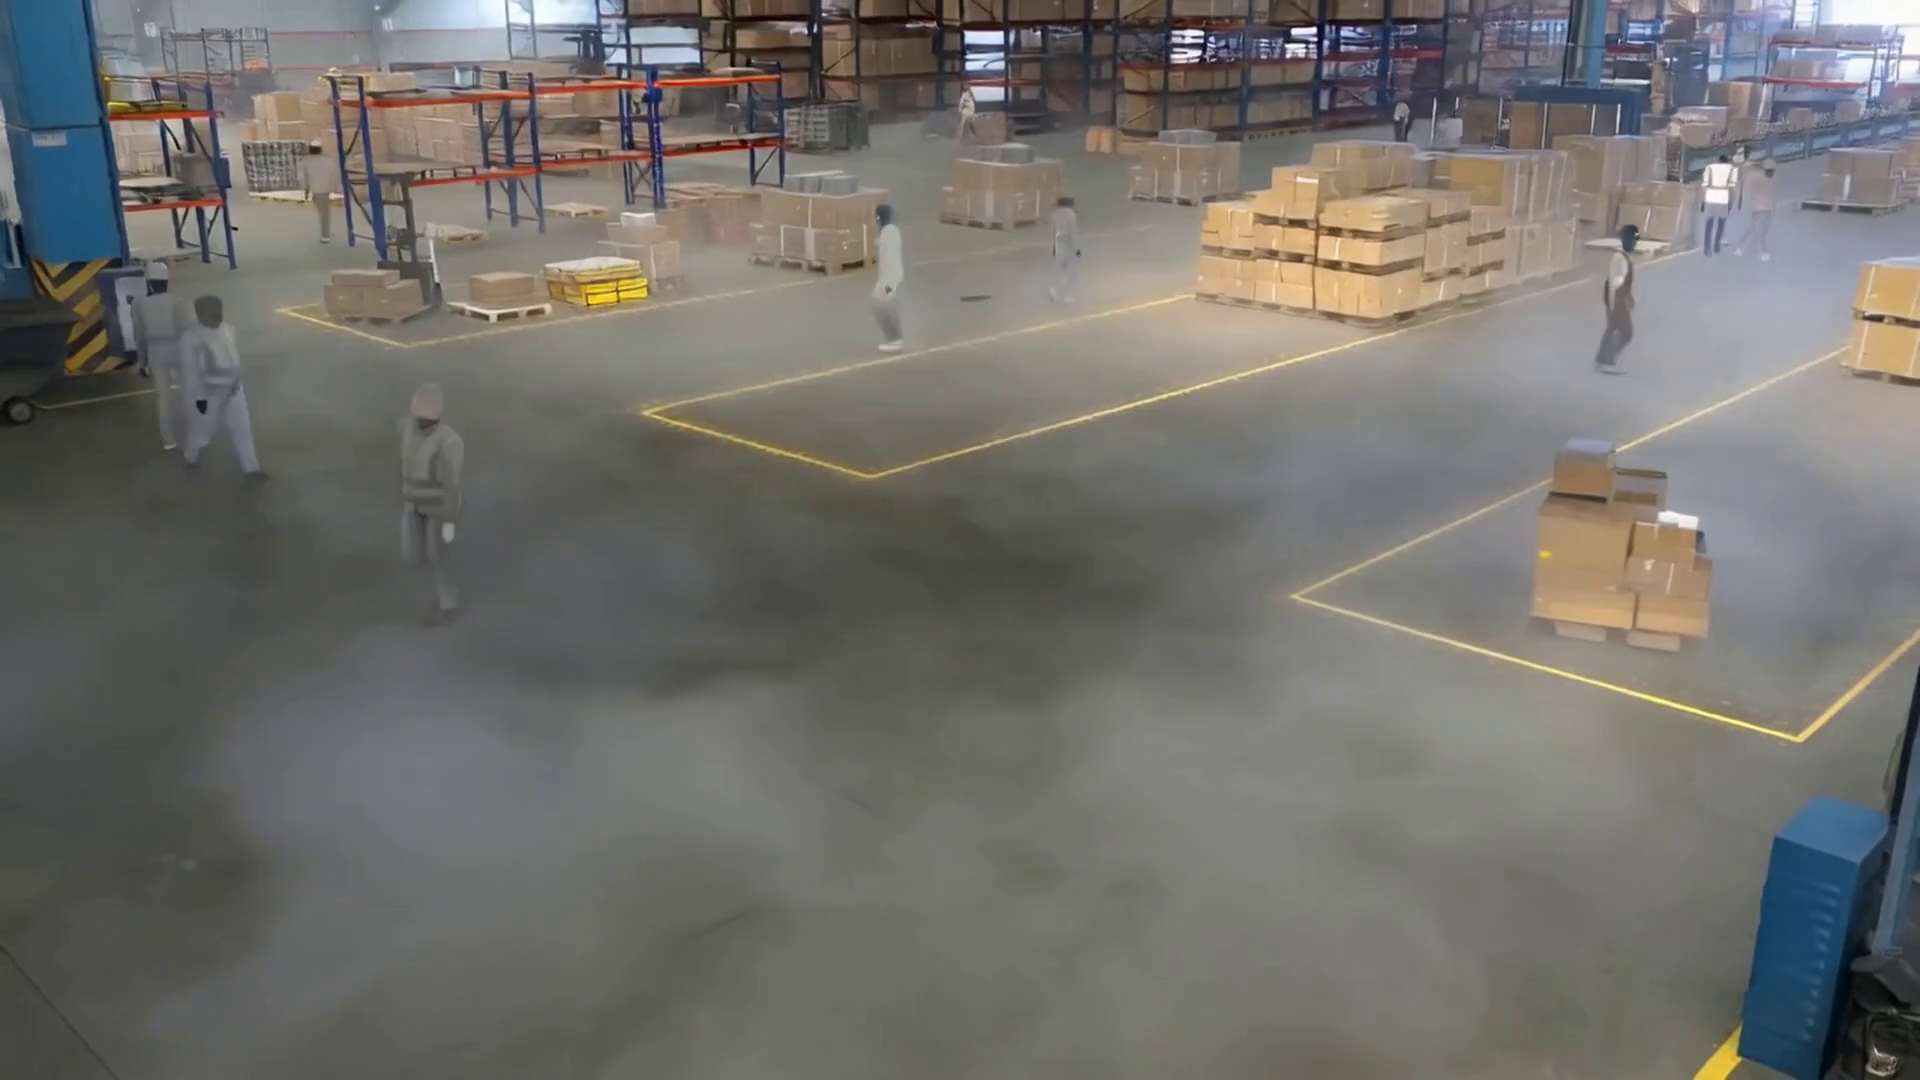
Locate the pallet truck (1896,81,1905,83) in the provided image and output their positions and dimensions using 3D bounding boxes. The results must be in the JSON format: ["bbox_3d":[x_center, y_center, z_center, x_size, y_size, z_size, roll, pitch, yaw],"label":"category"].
[{"bbox_3d":[34.802,-16.331,61.455,0.653,1.274,1.630,17,25,41],"label":"pallet truck"}]

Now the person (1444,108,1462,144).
[{"bbox_3d":[12.706,-10.309,42.851,0.527,1.582,0.856,-3,19,-9],"label":"person"}]

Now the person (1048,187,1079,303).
[{"bbox_3d":[1.521,-4.362,24.725,0.555,1.722,0.499,-16,24,-39],"label":"person"}]

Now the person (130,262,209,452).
[{"bbox_3d":[-7.996,-1.847,16.830,0.589,1.930,0.361,-4,19,-12],"label":"person"}]

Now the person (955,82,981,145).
[{"bbox_3d":[0.259,-12.876,50.180,0.916,1.853,0.579,-10,21,-28],"label":"person"}]

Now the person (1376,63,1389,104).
[{"bbox_3d":[16.963,-18.312,66.824,0.470,1.677,0.542,1,18,3],"label":"person"}]

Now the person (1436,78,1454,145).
[{"bbox_3d":[14.426,-12.666,49.326,0.613,1.995,0.390,-13,22,-34],"label":"person"}]

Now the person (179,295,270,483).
[{"bbox_3d":[-7.092,-1.437,15.794,0.901,1.812,0.632,8,20,22],"label":"person"}]

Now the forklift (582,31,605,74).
[{"bbox_3d":[-15.195,-19.677,69.064,1.129,2.768,1.873,17,25,41],"label":"forklift"}]

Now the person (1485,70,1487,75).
[{"bbox_3d":[22.919,-20.112,71.678,0.614,2.047,0.361,7,20,20],"label":"person"}]

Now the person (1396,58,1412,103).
[{"bbox_3d":[18.205,-18.882,68.193,0.643,1.909,0.409,7,19,19],"label":"person"}]

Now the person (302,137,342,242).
[{"bbox_3d":[-11.864,-6.546,31.045,0.612,1.885,0.907,1,18,3],"label":"person"}]

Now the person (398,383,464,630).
[{"bbox_3d":[-3.831,-0.238,12.040,0.666,1.894,0.461,10,21,27],"label":"person"}]

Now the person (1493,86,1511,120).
[{"bbox_3d":[16.179,-12.690,49.780,0.559,1.750,0.538,-16,24,-40],"label":"person"}]

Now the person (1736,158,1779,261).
[{"bbox_3d":[13.937,-5.772,28.952,0.536,1.746,0.675,-2,18,-5],"label":"person"}]

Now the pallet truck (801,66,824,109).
[{"bbox_3d":[-4.812,-15.182,56.903,0.823,1.965,1.885,-9,21,-26],"label":"pallet truck"}]

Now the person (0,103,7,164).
[{"bbox_3d":[-25.998,-11.114,44.817,0.635,1.884,1.014,-15,24,-39],"label":"person"}]

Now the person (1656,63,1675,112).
[{"bbox_3d":[26.837,-17.222,63.330,0.616,1.812,0.442,14,23,36],"label":"person"}]

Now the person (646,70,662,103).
[{"bbox_3d":[-10.361,-14.966,56.397,0.589,1.909,0.386,7,20,21],"label":"person"}]

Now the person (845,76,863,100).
[{"bbox_3d":[-3.436,-14.243,54.396,0.955,1.796,0.635,13,22,34],"label":"person"}]

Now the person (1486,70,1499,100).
[{"bbox_3d":[21.921,-19.025,68.633,0.638,1.903,0.408,-9,21,-26],"label":"person"}]

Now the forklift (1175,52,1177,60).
[{"bbox_3d":[7.398,-14.959,54.852,1.129,2.768,1.873,17,25,41],"label":"forklift"}]

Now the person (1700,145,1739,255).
[{"bbox_3d":[13.426,-6.032,29.465,0.569,1.903,0.800,9,20,26],"label":"person"}]

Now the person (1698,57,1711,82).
[{"bbox_3d":[32.758,-20.445,73.251,0.543,1.682,0.363,5,19,16],"label":"person"}]

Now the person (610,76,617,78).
[{"bbox_3d":[-11.916,-15.222,57.600,0.314,1.629,0.509,-16,24,-40],"label":"person"}]

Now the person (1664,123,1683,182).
[{"bbox_3d":[15.793,-8.367,36.858,0.326,1.688,0.538,-1,18,-3],"label":"person"}]

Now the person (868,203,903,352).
[{"bbox_3d":[-0.959,-3.362,21.408,0.454,1.918,0.651,1,18,3],"label":"person"}]

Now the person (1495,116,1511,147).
[{"bbox_3d":[11.954,-8.414,36.717,0.317,1.867,0.531,17,25,41],"label":"person"}]

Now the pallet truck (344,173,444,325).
[{"bbox_3d":[-8.209,-4.181,23.757,0.823,1.965,1.885,3,19,9],"label":"pallet truck"}]

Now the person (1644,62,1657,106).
[{"bbox_3d":[27.606,-18.372,66.653,0.562,1.899,0.925,17,25,41],"label":"person"}]

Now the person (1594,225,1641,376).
[{"bbox_3d":[8.005,-2.887,20.133,0.513,1.828,0.527,9,20,24],"label":"person"}]

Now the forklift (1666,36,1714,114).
[{"bbox_3d":[27.341,-17.291,61.877,1.129,2.768,1.873,17,25,41],"label":"forklift"}]

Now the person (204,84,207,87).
[{"bbox_3d":[-23.804,-13.646,52.863,0.520,1.625,0.439,-8,20,-22],"label":"person"}]

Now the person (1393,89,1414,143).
[{"bbox_3d":[11.617,-10.783,43.581,0.538,2.000,0.689,2,18,6],"label":"person"}]

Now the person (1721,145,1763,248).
[{"bbox_3d":[14.177,-6.171,30.009,0.513,1.848,0.728,-11,21,-29],"label":"person"}]
